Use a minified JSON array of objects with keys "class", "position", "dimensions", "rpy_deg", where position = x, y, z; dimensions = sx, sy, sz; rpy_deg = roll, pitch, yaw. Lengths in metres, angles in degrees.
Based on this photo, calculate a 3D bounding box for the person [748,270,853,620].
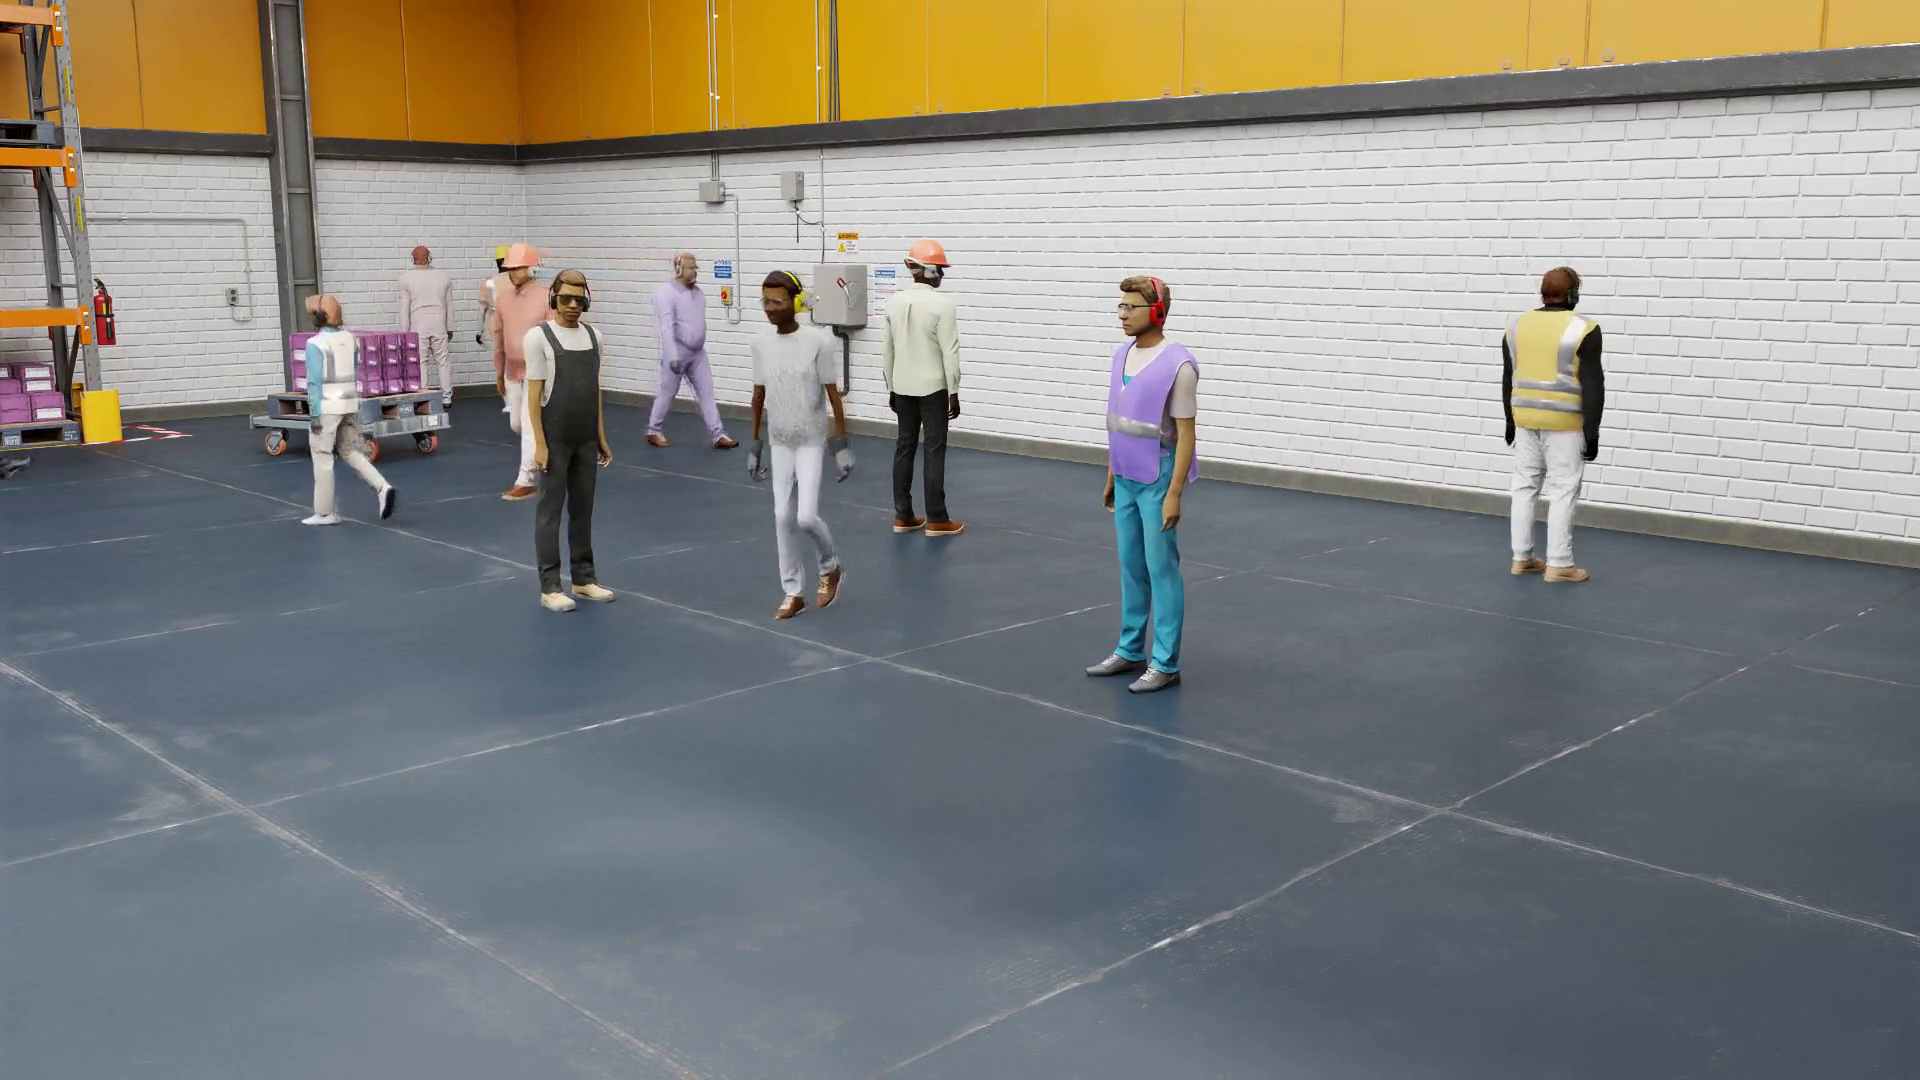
[{"class":"person","position":[-0.845,-0.488,8.748],"dimensions":[0.589,1.845,0.435],"rpy_deg":[4,11,21]}]

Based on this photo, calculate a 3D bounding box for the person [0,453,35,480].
[{"class":"person","position":[-8.137,-1.363,13.443],"dimensions":[1.040,1.869,0.582],"rpy_deg":[-9,14,-41]}]

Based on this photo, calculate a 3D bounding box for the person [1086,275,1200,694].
[{"class":"person","position":[0.846,-0.248,7.425],"dimensions":[0.388,1.847,0.563],"rpy_deg":[-5,12,-27]}]

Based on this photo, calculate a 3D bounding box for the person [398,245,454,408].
[{"class":"person","position":[-6.212,-2.465,19.365],"dimensions":[0.637,1.904,0.403],"rpy_deg":[-7,13,-35]}]

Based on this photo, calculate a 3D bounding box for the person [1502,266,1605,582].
[{"class":"person","position":[3.478,-0.672,9.779],"dimensions":[0.429,1.842,0.667],"rpy_deg":[-8,13,-37]}]

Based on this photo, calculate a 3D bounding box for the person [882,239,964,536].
[{"class":"person","position":[-0.240,-1.026,11.267],"dimensions":[0.623,1.990,0.391],"rpy_deg":[8,13,37]}]

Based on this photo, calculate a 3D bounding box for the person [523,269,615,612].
[{"class":"person","position":[-2.117,-0.543,9.052],"dimensions":[0.350,1.842,0.506],"rpy_deg":[8,13,37]}]

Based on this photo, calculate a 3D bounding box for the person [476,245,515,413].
[{"class":"person","position":[-5.249,-2.417,19.110],"dimensions":[0.599,1.903,0.759],"rpy_deg":[-6,12,-29]}]

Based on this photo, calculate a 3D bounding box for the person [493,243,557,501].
[{"class":"person","position":[-3.325,-1.321,12.955],"dimensions":[0.624,1.969,0.816],"rpy_deg":[5,12,26]}]

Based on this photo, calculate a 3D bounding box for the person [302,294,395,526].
[{"class":"person","position":[-4.294,-0.891,11.520],"dimensions":[0.621,1.619,0.526],"rpy_deg":[3,11,17]}]

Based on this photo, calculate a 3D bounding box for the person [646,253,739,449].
[{"class":"person","position":[-2.612,-1.778,15.760],"dimensions":[1.010,1.857,0.669],"rpy_deg":[7,12,32]}]
